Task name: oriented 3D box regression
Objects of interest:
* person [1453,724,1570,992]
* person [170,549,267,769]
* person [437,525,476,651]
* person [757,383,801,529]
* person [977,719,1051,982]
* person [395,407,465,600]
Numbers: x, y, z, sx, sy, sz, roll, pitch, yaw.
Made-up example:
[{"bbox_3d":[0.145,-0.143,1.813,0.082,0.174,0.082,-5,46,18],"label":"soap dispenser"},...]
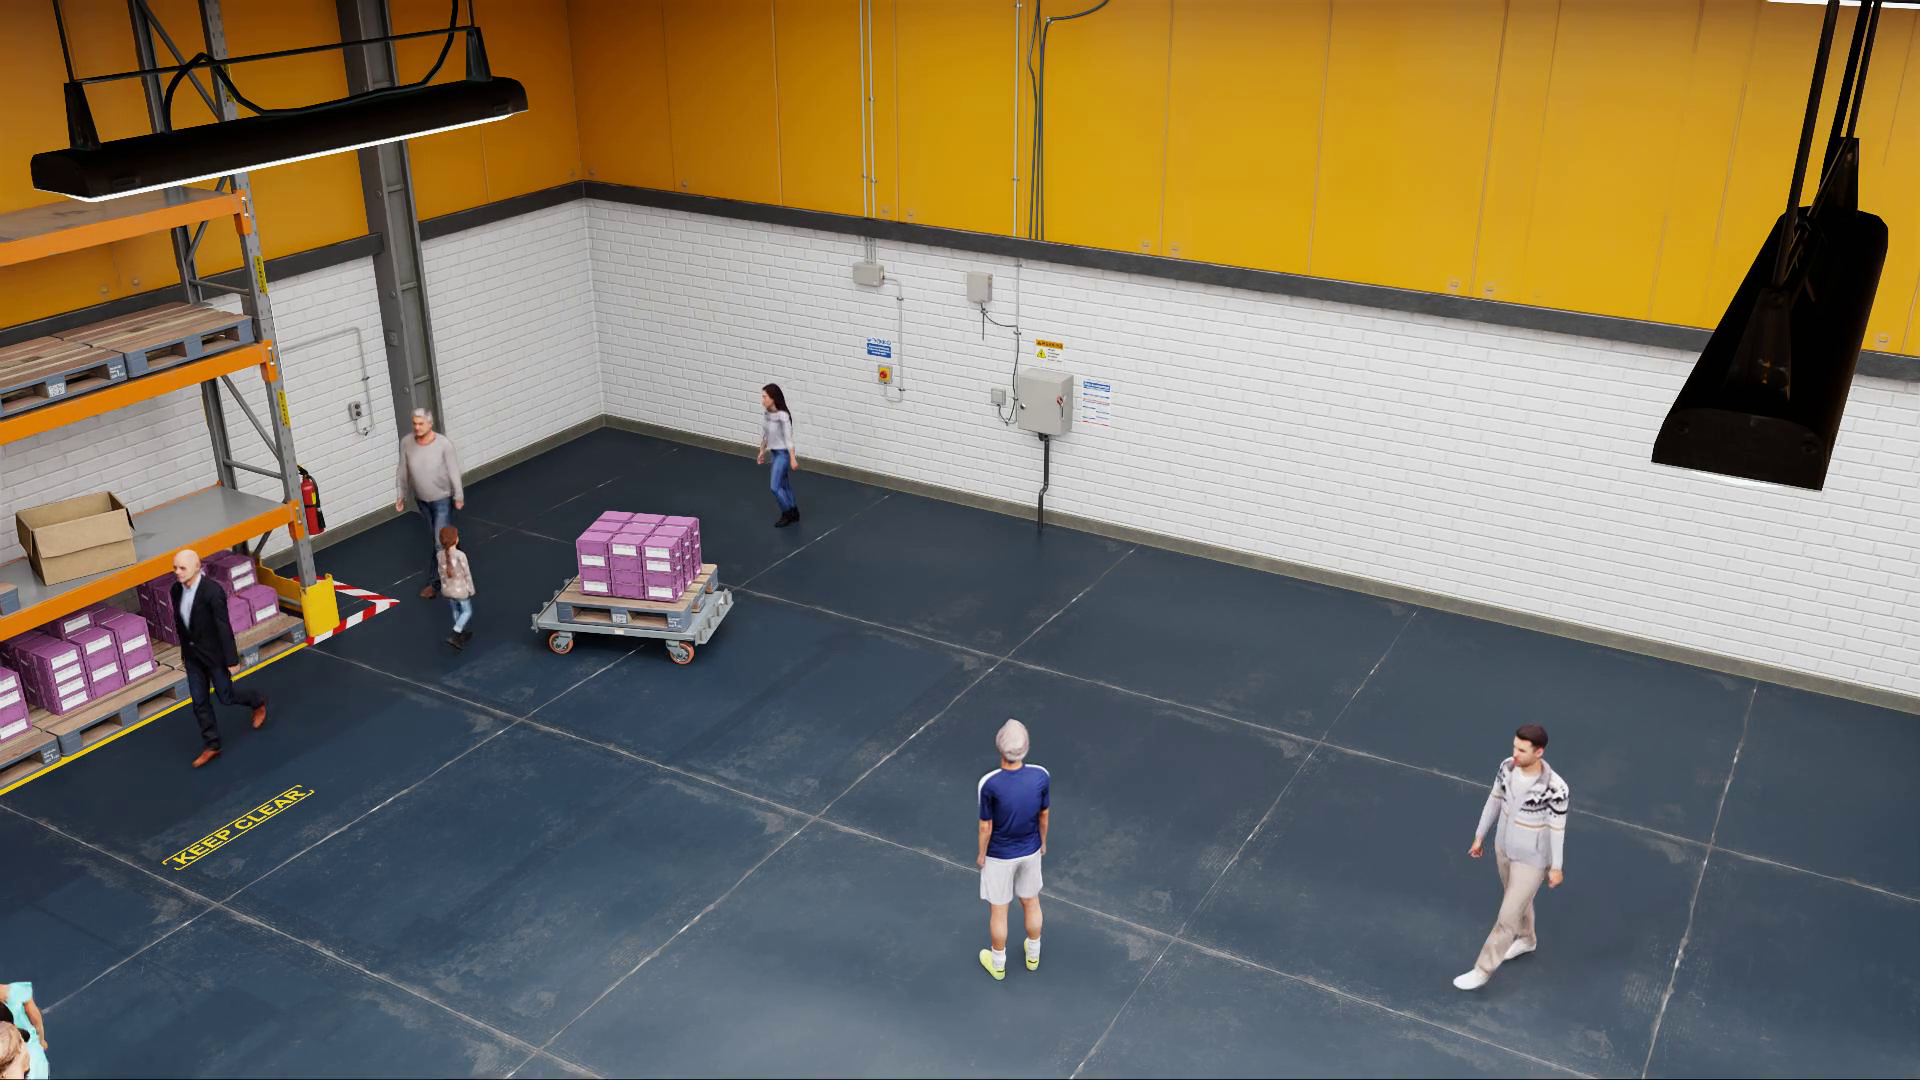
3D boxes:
[{"bbox_3d":[3.680,1.982,10.674,1.213,1.820,1.079,-11,26,-23],"label":"person"},{"bbox_3d":[-5.942,0.877,13.251,0.829,1.781,1.090,8,25,17],"label":"person"},{"bbox_3d":[-4.556,0.450,14.972,0.553,1.185,0.697,8,25,18],"label":"person"},{"bbox_3d":[-1.808,-0.909,17.556,0.780,1.605,0.738,-12,26,-26],"label":"person"},{"bbox_3d":[0.339,1.980,10.656,0.704,1.839,0.782,-8,25,-18],"label":"person"},{"bbox_3d":[-5.059,-0.415,16.123,0.936,1.847,1.288,6,24,14],"label":"person"}]
